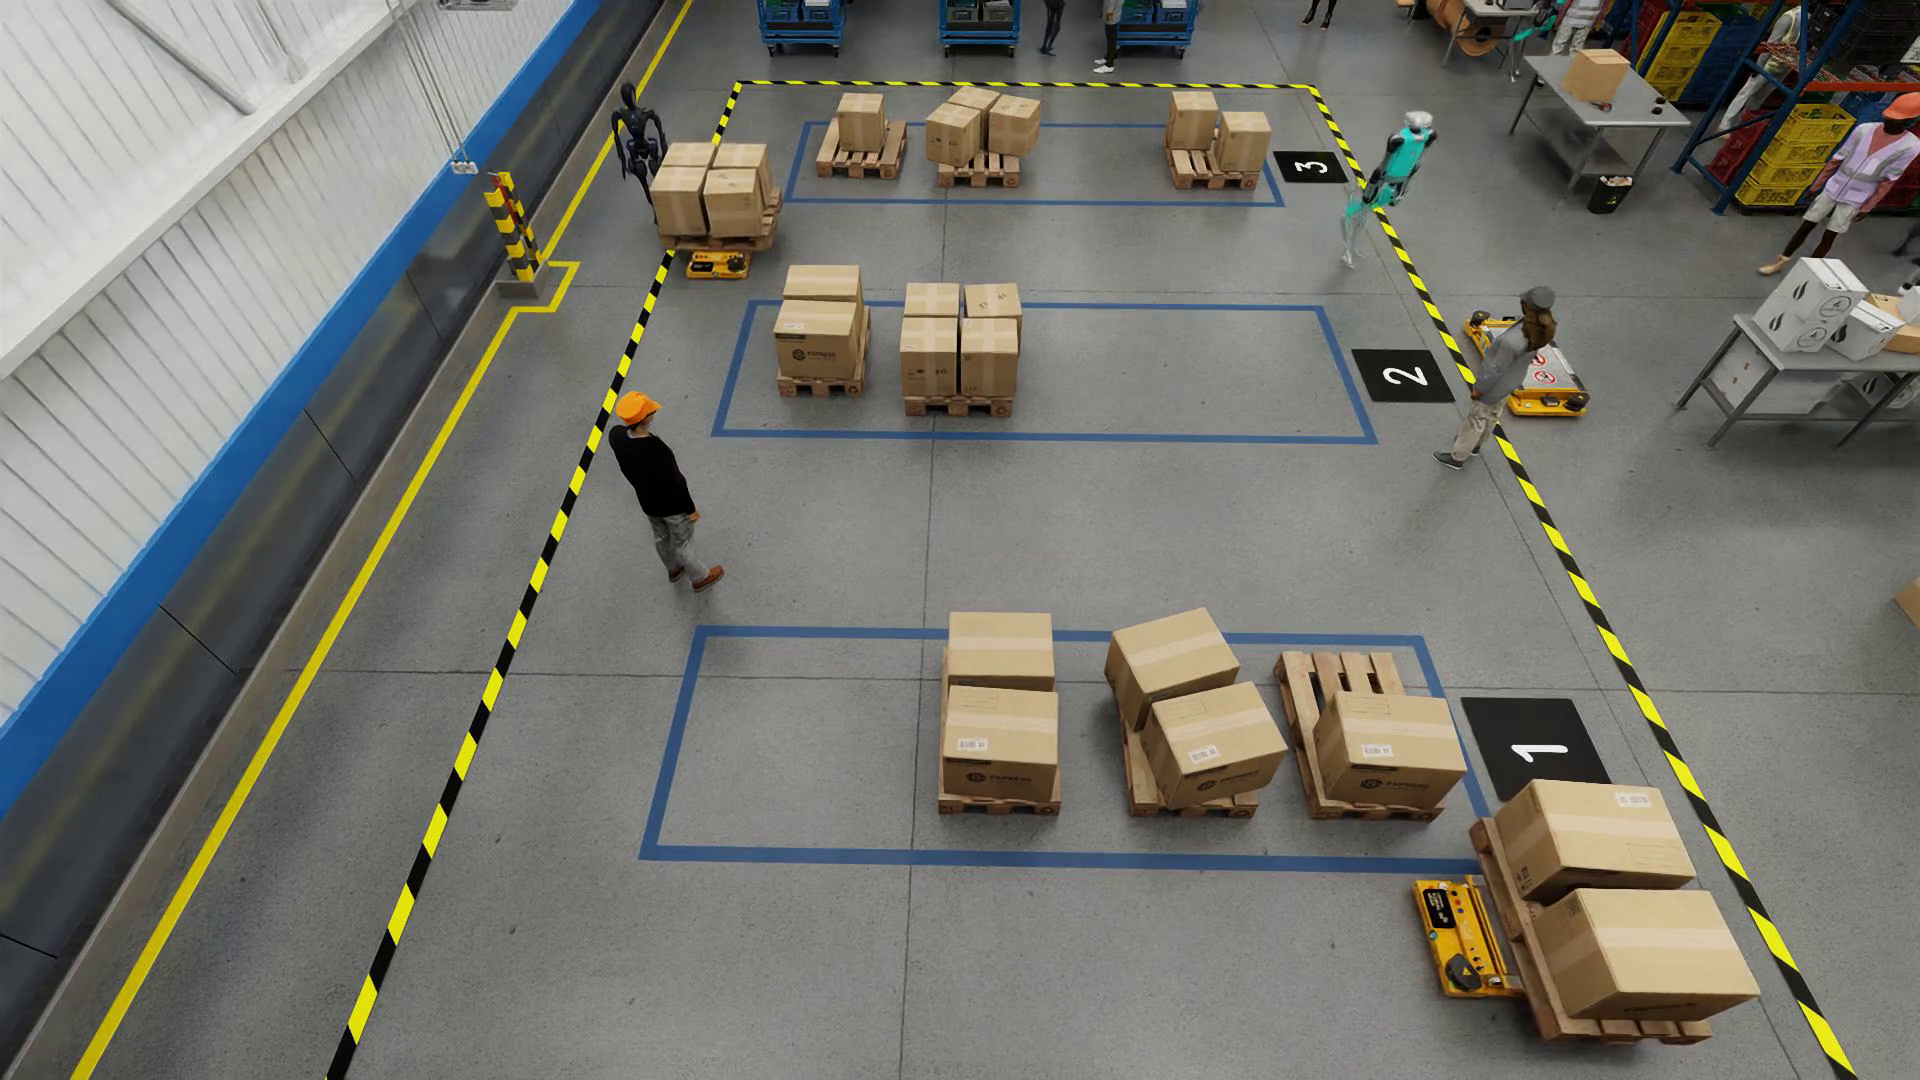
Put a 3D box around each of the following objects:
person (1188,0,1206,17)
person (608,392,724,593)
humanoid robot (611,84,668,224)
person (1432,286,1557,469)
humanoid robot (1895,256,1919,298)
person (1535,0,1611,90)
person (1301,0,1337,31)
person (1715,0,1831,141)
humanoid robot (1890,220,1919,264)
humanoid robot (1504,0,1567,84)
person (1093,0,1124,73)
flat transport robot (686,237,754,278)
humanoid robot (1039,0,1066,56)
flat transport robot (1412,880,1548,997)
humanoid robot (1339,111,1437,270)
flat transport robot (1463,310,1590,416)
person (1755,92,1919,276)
[{"bbox_3d":[3.918,-9.437,14.613,0.693,1.906,0.752,-19,52,-15],"label":"person"},{"bbox_3d":[-2.174,-0.317,6.743,0.584,1.880,0.376,24,53,19],"label":"person"},{"bbox_3d":[-3.537,-4.259,10.297,0.591,1.634,0.658,-8,50,-7],"label":"humanoid robot"},{"bbox_3d":[4.524,-1.340,7.701,0.572,1.765,0.399,-30,55,-23],"label":"person"},{"bbox_3d":[9.255,-2.374,8.678,0.541,1.874,0.748,-28,55,-22],"label":"humanoid robot"},{"bbox_3d":[8.602,-7.236,12.768,0.586,1.824,0.404,12,50,10],"label":"person"},{"bbox_3d":[5.835,-9.028,14.225,0.603,1.966,0.368,29,55,23],"label":"person"},{"bbox_3d":[10.507,-6.101,11.774,0.623,1.844,0.431,-7,49,-6],"label":"person"},{"bbox_3d":[10.830,-3.791,9.893,0.355,1.656,0.606,-23,53,-18],"label":"humanoid robot"},{"bbox_3d":[8.266,-7.454,13.001,0.562,1.734,0.854,-13,50,-11],"label":"humanoid robot"},{"bbox_3d":[2.168,-7.729,13.175,0.377,1.851,0.597,7,50,6],"label":"person"},{"bbox_3d":[-2.689,-3.497,10.542,0.652,0.197,1.431,1,49,1],"label":"flat transport robot"},{"bbox_3d":[1.377,-8.139,13.655,0.398,1.640,0.638,-13,50,-11],"label":"humanoid robot"},{"bbox_3d":[3.548,2.362,5.470,1.431,0.197,0.652,1,49,1],"label":"flat transport robot"},{"bbox_3d":[4.432,-3.801,9.888,0.535,1.822,0.841,-16,51,-13],"label":"humanoid robot"},{"bbox_3d":[5.573,-1.757,9.054,0.659,0.231,1.431,1,49,1],"label":"flat transport robot"},{"bbox_3d":[9.121,-3.571,9.462,0.404,2.033,0.608,-21,52,-17],"label":"person"}]
